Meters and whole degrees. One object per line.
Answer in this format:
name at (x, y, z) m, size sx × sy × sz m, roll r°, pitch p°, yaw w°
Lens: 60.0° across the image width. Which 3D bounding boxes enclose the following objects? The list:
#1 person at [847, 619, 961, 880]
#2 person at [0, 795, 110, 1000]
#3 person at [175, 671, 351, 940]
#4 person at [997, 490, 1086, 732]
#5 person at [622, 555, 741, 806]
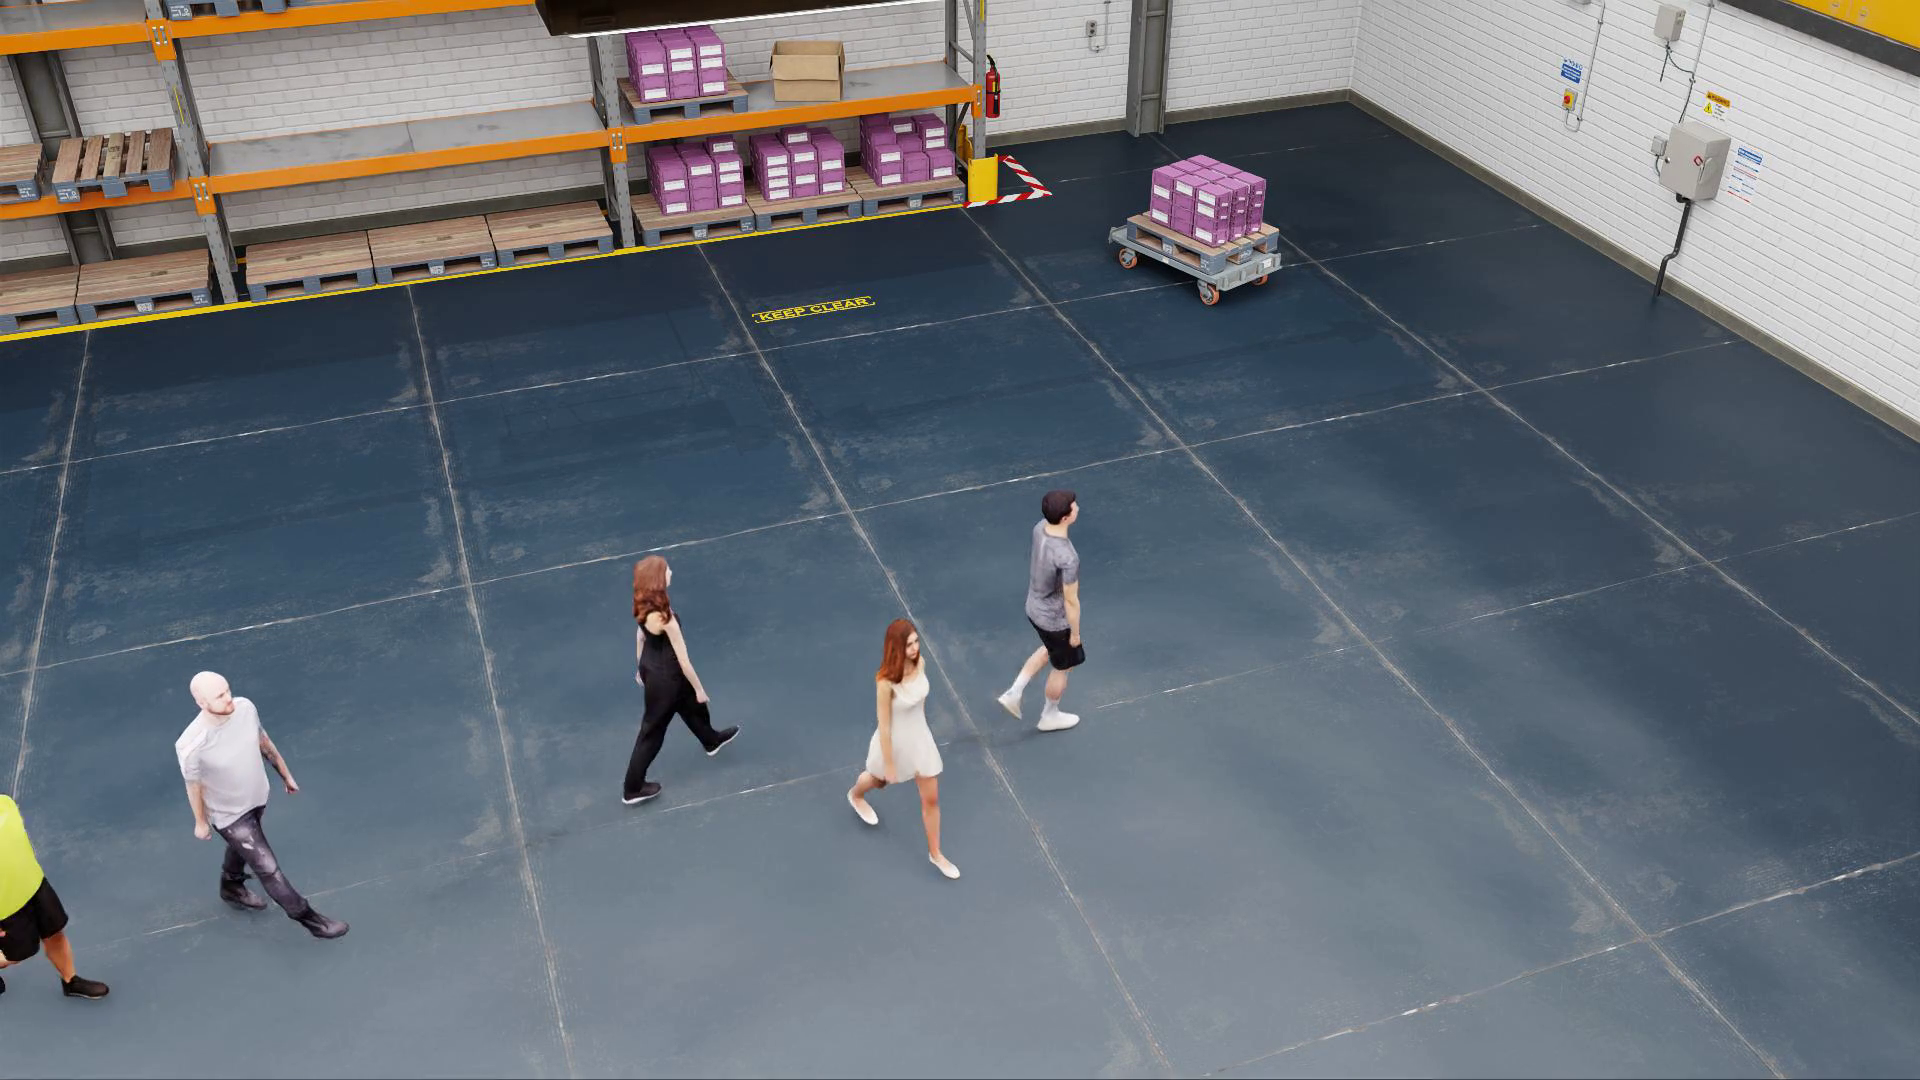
person at (-0.415, 1.163, 9.804) m, size 1.167 × 1.670 × 0.935 m, roll -27°, pitch 42°, yaw -34°
person at (-5.082, 1.843, 8.762) m, size 1.049 × 1.689 × 0.937 m, roll 8°, pitch 34°, yaw 12°
person at (-4.079, 1.458, 9.260) m, size 1.282 × 1.780 × 1.161 m, roll 11°, pitch 35°, yaw 16°
person at (0.509, 0.483, 10.658) m, size 0.791 × 1.856 × 0.682 m, roll -13°, pitch 36°, yaw -19°
person at (-1.902, 0.894, 10.185) m, size 1.211 × 1.694 × 0.872 m, roll -24°, pitch 40°, yaw -31°
